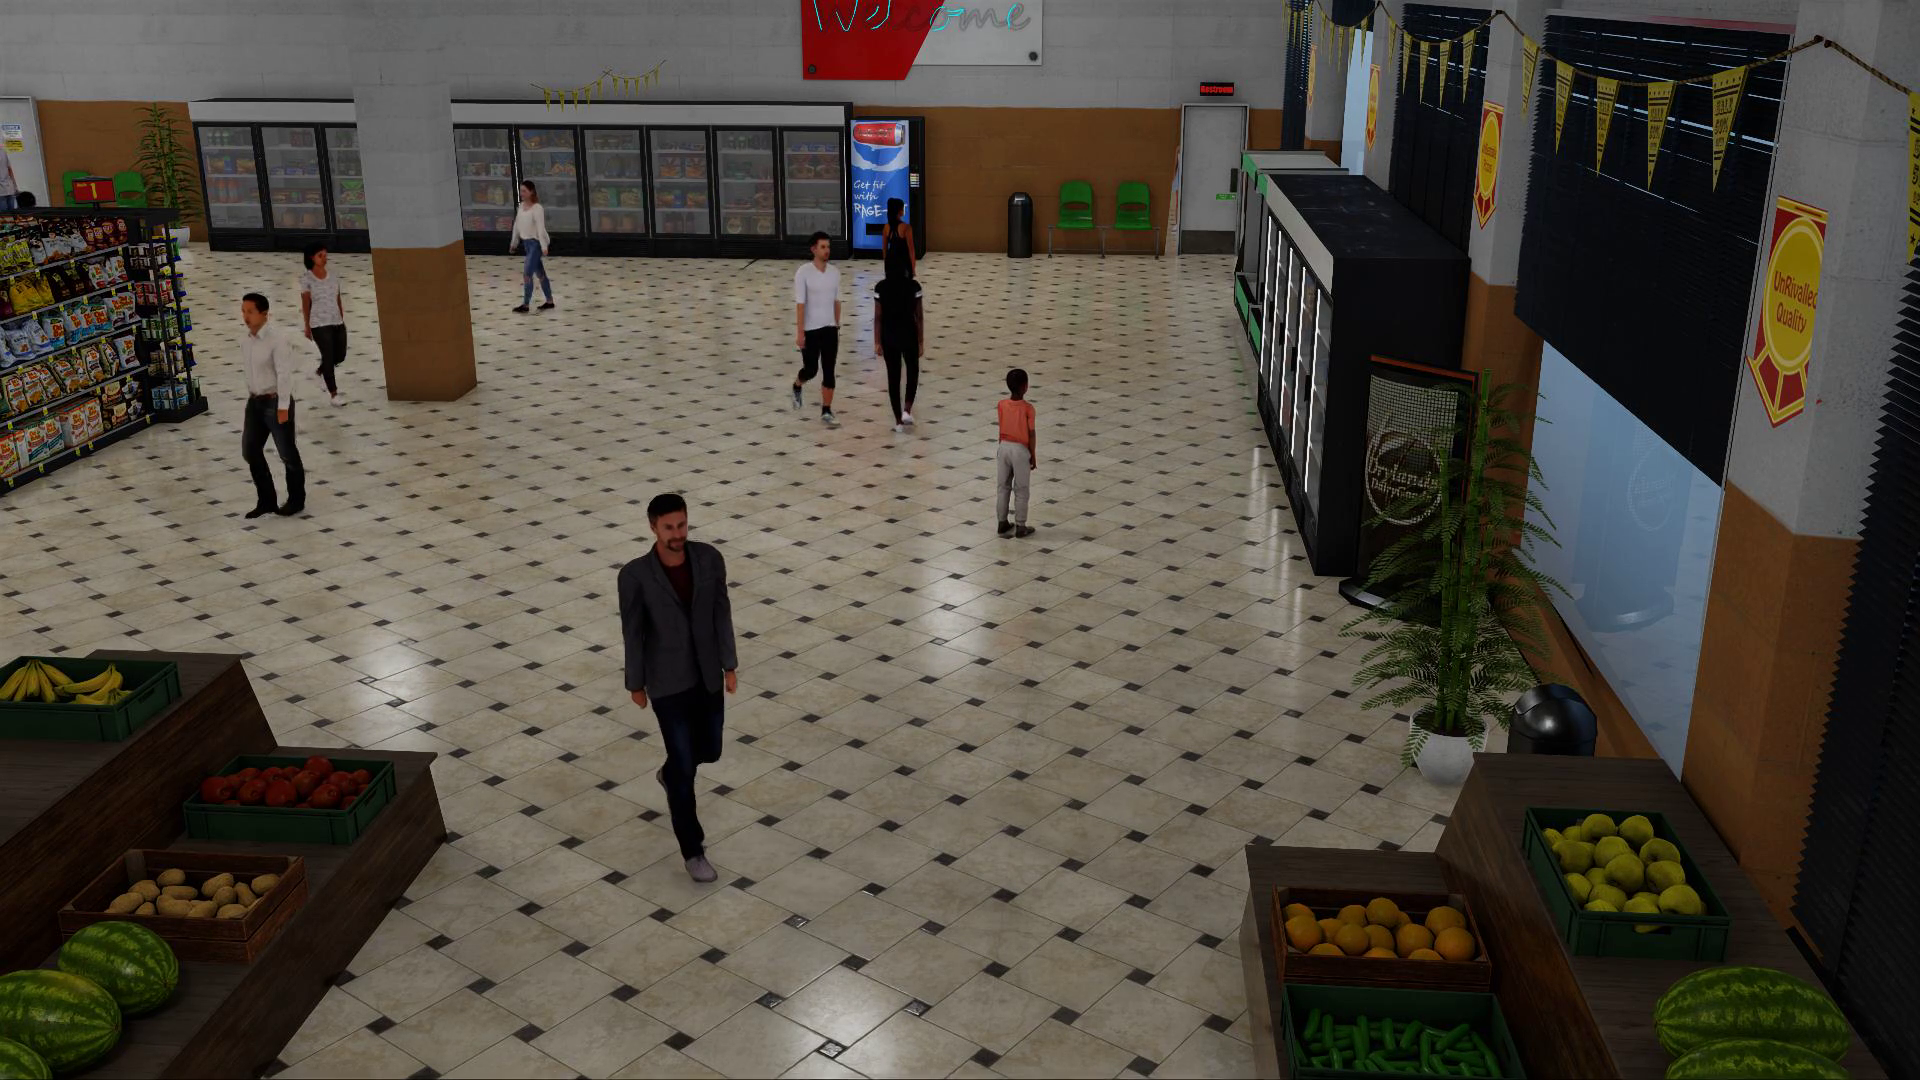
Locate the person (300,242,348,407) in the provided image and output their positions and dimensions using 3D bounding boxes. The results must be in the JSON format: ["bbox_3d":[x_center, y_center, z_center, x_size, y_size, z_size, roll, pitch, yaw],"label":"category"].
[{"bbox_3d":[-6.394,-2.160,16.648,0.878,1.629,0.894,14,23,36],"label":"person"}]

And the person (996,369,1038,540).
[{"bbox_3d":[0.415,-0.666,12.718,0.539,1.309,0.569,10,21,28],"label":"person"}]

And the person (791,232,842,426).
[{"bbox_3d":[-1.399,-2.027,15.935,0.992,1.833,1.092,-12,22,-31],"label":"person"}]

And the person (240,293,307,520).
[{"bbox_3d":[-5.371,-1.072,13.157,0.834,1.797,0.879,9,21,24],"label":"person"}]

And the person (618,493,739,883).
[{"bbox_3d":[-1.348,0.650,7.979,1.134,1.843,1.227,-13,23,-34],"label":"person"}]

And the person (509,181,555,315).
[{"bbox_3d":[-5.375,-3.730,21.247,1.026,1.665,0.947,-17,25,-40],"label":"person"}]

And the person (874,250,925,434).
[{"bbox_3d":[-0.563,-1.831,15.524,0.643,1.724,0.647,0,19,1],"label":"person"}]

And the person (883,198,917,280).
[{"bbox_3d":[-0.735,-3.268,19.883,0.648,1.661,0.644,11,21,29],"label":"person"}]
